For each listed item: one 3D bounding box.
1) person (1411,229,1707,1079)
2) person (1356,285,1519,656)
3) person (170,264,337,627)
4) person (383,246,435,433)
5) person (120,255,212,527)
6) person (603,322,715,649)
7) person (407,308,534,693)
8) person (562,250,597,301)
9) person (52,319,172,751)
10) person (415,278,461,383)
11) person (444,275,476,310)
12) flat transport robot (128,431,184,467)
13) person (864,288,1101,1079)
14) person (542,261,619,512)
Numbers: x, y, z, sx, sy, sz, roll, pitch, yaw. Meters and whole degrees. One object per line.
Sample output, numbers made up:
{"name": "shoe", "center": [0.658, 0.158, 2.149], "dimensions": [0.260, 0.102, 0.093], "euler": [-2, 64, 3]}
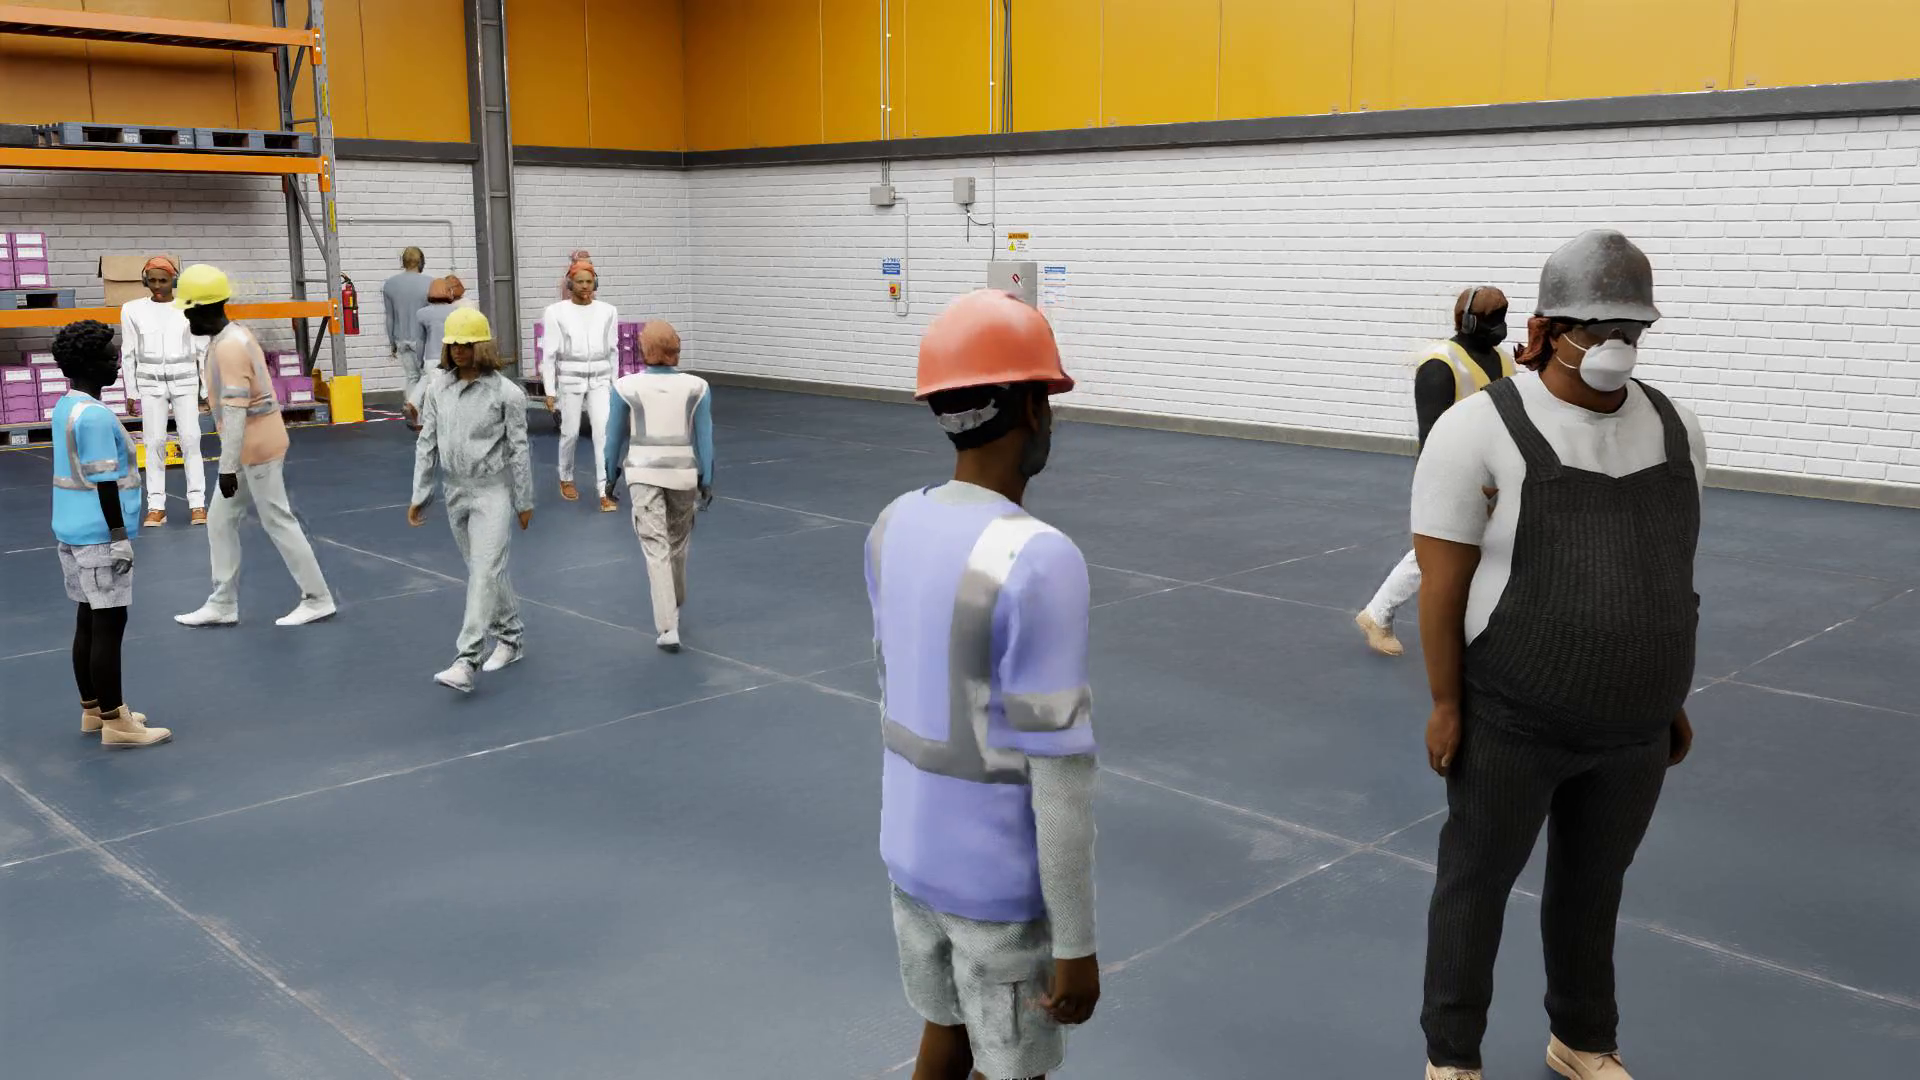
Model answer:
{"name": "person", "center": [1.374, 0.334, 3.721], "dimensions": [0.684, 2.000, 0.535], "euler": [-2, 11, -11]}
{"name": "person", "center": [2.299, -0.282, 7.750], "dimensions": [0.640, 1.810, 0.910], "euler": [-8, 13, -36]}
{"name": "person", "center": [-3.655, -0.449, 8.445], "dimensions": [0.887, 1.874, 0.605], "euler": [-6, 12, -30]}
{"name": "person", "center": [-5.535, -2.008, 16.829], "dimensions": [0.636, 1.920, 0.647], "euler": [2, 11, 10]}
{"name": "person", "center": [-5.516, -1.034, 11.603], "dimensions": [0.573, 1.887, 0.355], "euler": [-4, 11, -19]}
{"name": "person", "center": [-1.504, -0.289, 8.330], "dimensions": [0.525, 1.591, 0.853], "euler": [-4, 11, -20]}
{"name": "person", "center": [-2.210, -0.177, 7.452], "dimensions": [0.489, 1.701, 0.885], "euler": [3, 11, 18]}
{"name": "person", "center": [-4.397, -2.410, 19.207], "dimensions": [0.620, 1.863, 0.686], "euler": [-5, 12, -27]}
{"name": "person", "center": [-3.398, -0.018, 6.583], "dimensions": [0.318, 1.696, 0.536], "euler": [-9, 14, -40]}
{"name": "person", "center": [-5.020, -1.739, 16.204], "dimensions": [0.526, 1.593, 0.801], "euler": [-2, 11, -10]}
{"name": "person", "center": [-5.570, -2.150, 18.544], "dimensions": [0.522, 1.581, 0.718], "euler": [6, 12, 32]}
{"name": "flat transport robot", "center": [-7.376, -0.816, 14.822], "dimensions": [0.652, 0.197, 1.431], "euler": [-10, 14, -44]}
{"name": "person", "center": [0.049, 0.555, 2.848], "dimensions": [0.351, 1.925, 0.576], "euler": [-6, 12, -28]}
{"name": "person", "center": [-2.843, -1.166, 12.456], "dimensions": [0.590, 1.847, 0.967], "euler": [-5, 12, -27]}
